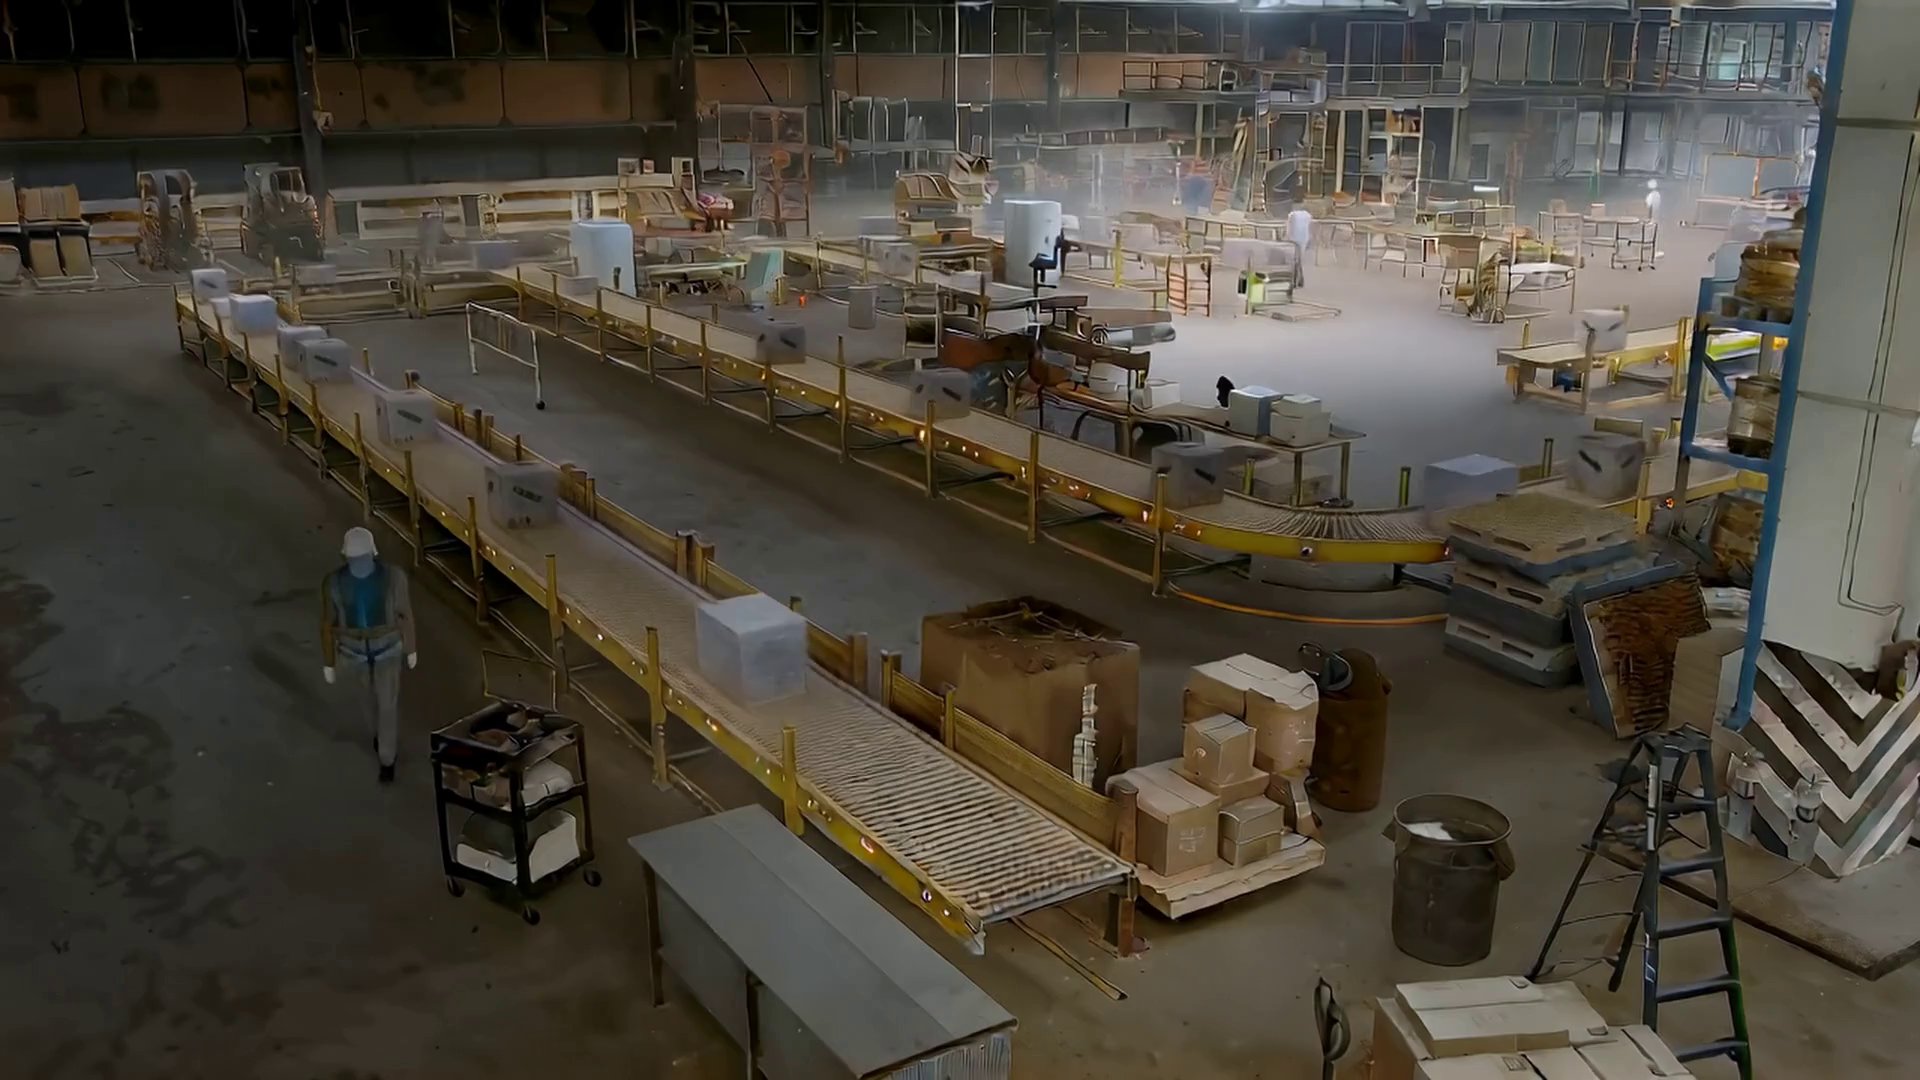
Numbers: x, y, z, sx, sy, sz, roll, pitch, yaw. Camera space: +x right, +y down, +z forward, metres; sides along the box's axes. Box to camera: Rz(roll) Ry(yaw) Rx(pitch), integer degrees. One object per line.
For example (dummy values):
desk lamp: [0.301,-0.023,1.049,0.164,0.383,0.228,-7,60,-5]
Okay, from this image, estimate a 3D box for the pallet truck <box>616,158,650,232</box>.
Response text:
pallet truck: [-8.918,-9.176,44.255,0.823,1.965,1.885,-9,19,-27]

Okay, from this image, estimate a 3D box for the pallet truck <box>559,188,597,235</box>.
pallet truck: [-10.010,-8.652,43.699,0.653,1.274,1.630,-10,20,-31]

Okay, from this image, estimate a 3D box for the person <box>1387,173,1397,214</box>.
person: [12.695,-10.543,49.273,0.512,1.708,0.825,-11,20,-33]

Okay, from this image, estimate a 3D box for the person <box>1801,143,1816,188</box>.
person: [26.002,-11.167,50.981,0.369,1.937,0.552,2,17,7]

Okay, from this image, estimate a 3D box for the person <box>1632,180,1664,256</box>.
person: [16.417,-7.655,39.552,0.606,1.793,0.920,-12,21,-36]

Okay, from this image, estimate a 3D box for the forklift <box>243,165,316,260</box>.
forklift: [-15.898,-7.669,38.708,1.157,1.987,2.680,-11,20,-33]

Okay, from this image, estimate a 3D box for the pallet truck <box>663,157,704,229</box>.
pallet truck: [-7.586,-9.308,44.692,0.823,1.965,1.885,-11,20,-33]

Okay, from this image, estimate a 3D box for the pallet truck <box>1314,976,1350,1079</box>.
pallet truck: [2.299,2.390,7.086,1.601,1.201,0.680,-2,17,-7]

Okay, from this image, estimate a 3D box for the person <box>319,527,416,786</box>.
person: [-4.115,0.759,11.569,0.615,1.780,0.952,-4,17,-13]

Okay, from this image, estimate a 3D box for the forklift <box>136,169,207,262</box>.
forklift: [-17.842,-7.318,37.559,1.157,1.987,2.680,-10,20,-31]

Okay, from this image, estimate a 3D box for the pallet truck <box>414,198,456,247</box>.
pallet truck: [-13.250,-8.060,41.856,0.680,1.201,1.601,-10,20,-31]

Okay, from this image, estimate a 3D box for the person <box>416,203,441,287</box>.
person: [-11.110,-6.166,34.712,0.540,1.717,0.935,9,19,27]

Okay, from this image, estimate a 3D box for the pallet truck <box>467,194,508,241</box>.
pallet truck: [-11.983,-8.177,42.137,0.704,1.261,1.522,-11,20,-33]

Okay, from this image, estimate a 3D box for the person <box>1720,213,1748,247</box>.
person: [15.790,-5.881,33.996,0.883,1.583,0.528,-9,19,-28]

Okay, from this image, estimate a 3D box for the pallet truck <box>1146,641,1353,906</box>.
pallet truck: [1.664,1.407,10.232,1.630,1.274,0.653,-10,20,-31]

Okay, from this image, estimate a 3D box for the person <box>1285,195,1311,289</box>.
person: [6.934,-6.152,34.337,0.583,1.908,0.572,-7,18,-22]
